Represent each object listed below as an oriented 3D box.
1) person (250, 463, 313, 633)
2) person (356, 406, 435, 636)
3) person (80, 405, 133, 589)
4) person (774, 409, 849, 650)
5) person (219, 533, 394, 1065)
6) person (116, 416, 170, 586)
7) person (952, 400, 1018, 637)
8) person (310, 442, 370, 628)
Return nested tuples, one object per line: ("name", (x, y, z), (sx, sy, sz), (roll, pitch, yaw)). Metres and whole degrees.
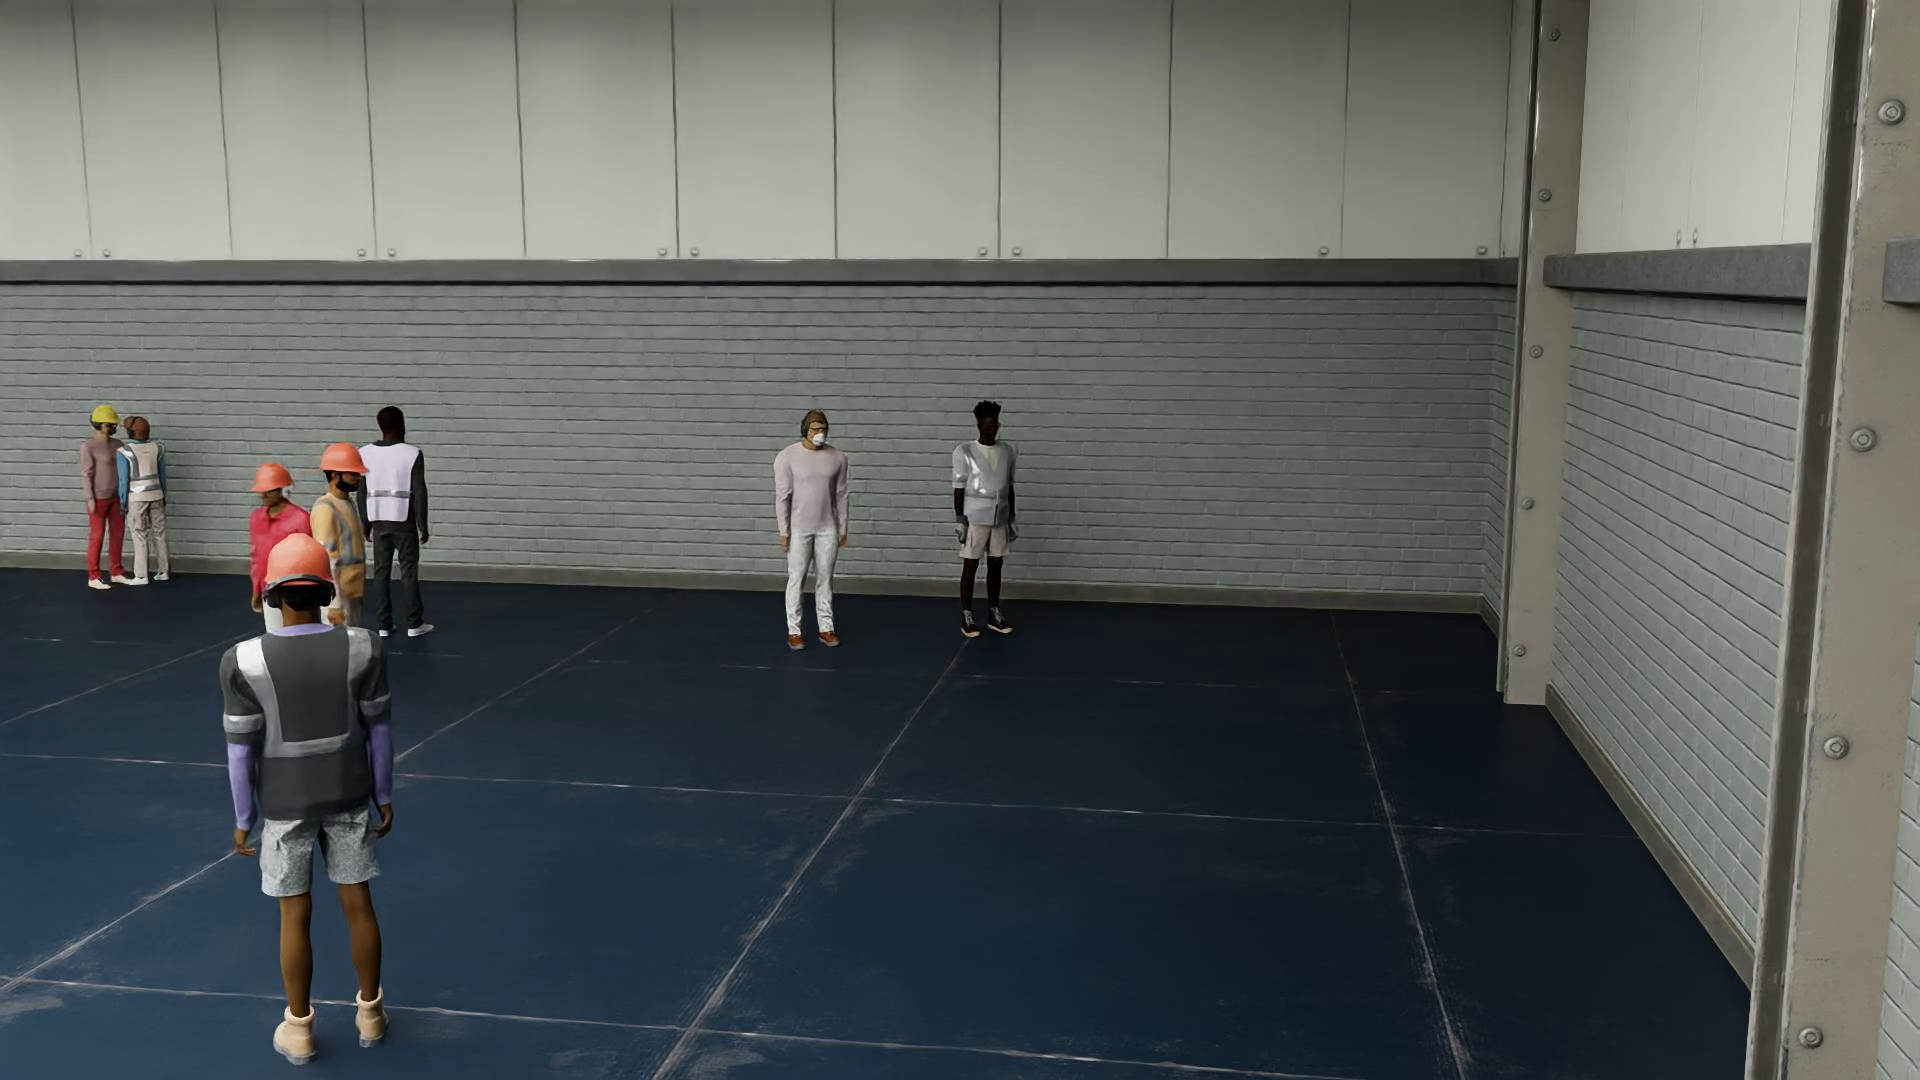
("person", (-4.618, 0.336, 11.344), (0.574, 1.743, 0.352), (4, 10, 25))
("person", (-4.698, -0.147, 13.785), (0.590, 1.917, 0.397), (1, 9, 6))
("person", (-8.146, -0.408, 15.901), (0.358, 1.757, 0.525), (3, 10, 16))
("person", (-1.183, -0.087, 13.379), (0.631, 1.934, 0.370), (-5, 10, -26))
("person", (-2.489, 0.988, 6.395), (0.605, 2.044, 0.374), (-5, 11, -30))
("person", (-7.884, -0.381, 16.061), (0.306, 1.645, 0.522), (4, 10, 26))
("person", (0.218, -0.184, 13.858), (0.603, 1.966, 0.368), (-5, 11, -30))
("person", (-3.973, 0.332, 10.777), (0.378, 1.932, 0.551), (-1, 9, -5))
